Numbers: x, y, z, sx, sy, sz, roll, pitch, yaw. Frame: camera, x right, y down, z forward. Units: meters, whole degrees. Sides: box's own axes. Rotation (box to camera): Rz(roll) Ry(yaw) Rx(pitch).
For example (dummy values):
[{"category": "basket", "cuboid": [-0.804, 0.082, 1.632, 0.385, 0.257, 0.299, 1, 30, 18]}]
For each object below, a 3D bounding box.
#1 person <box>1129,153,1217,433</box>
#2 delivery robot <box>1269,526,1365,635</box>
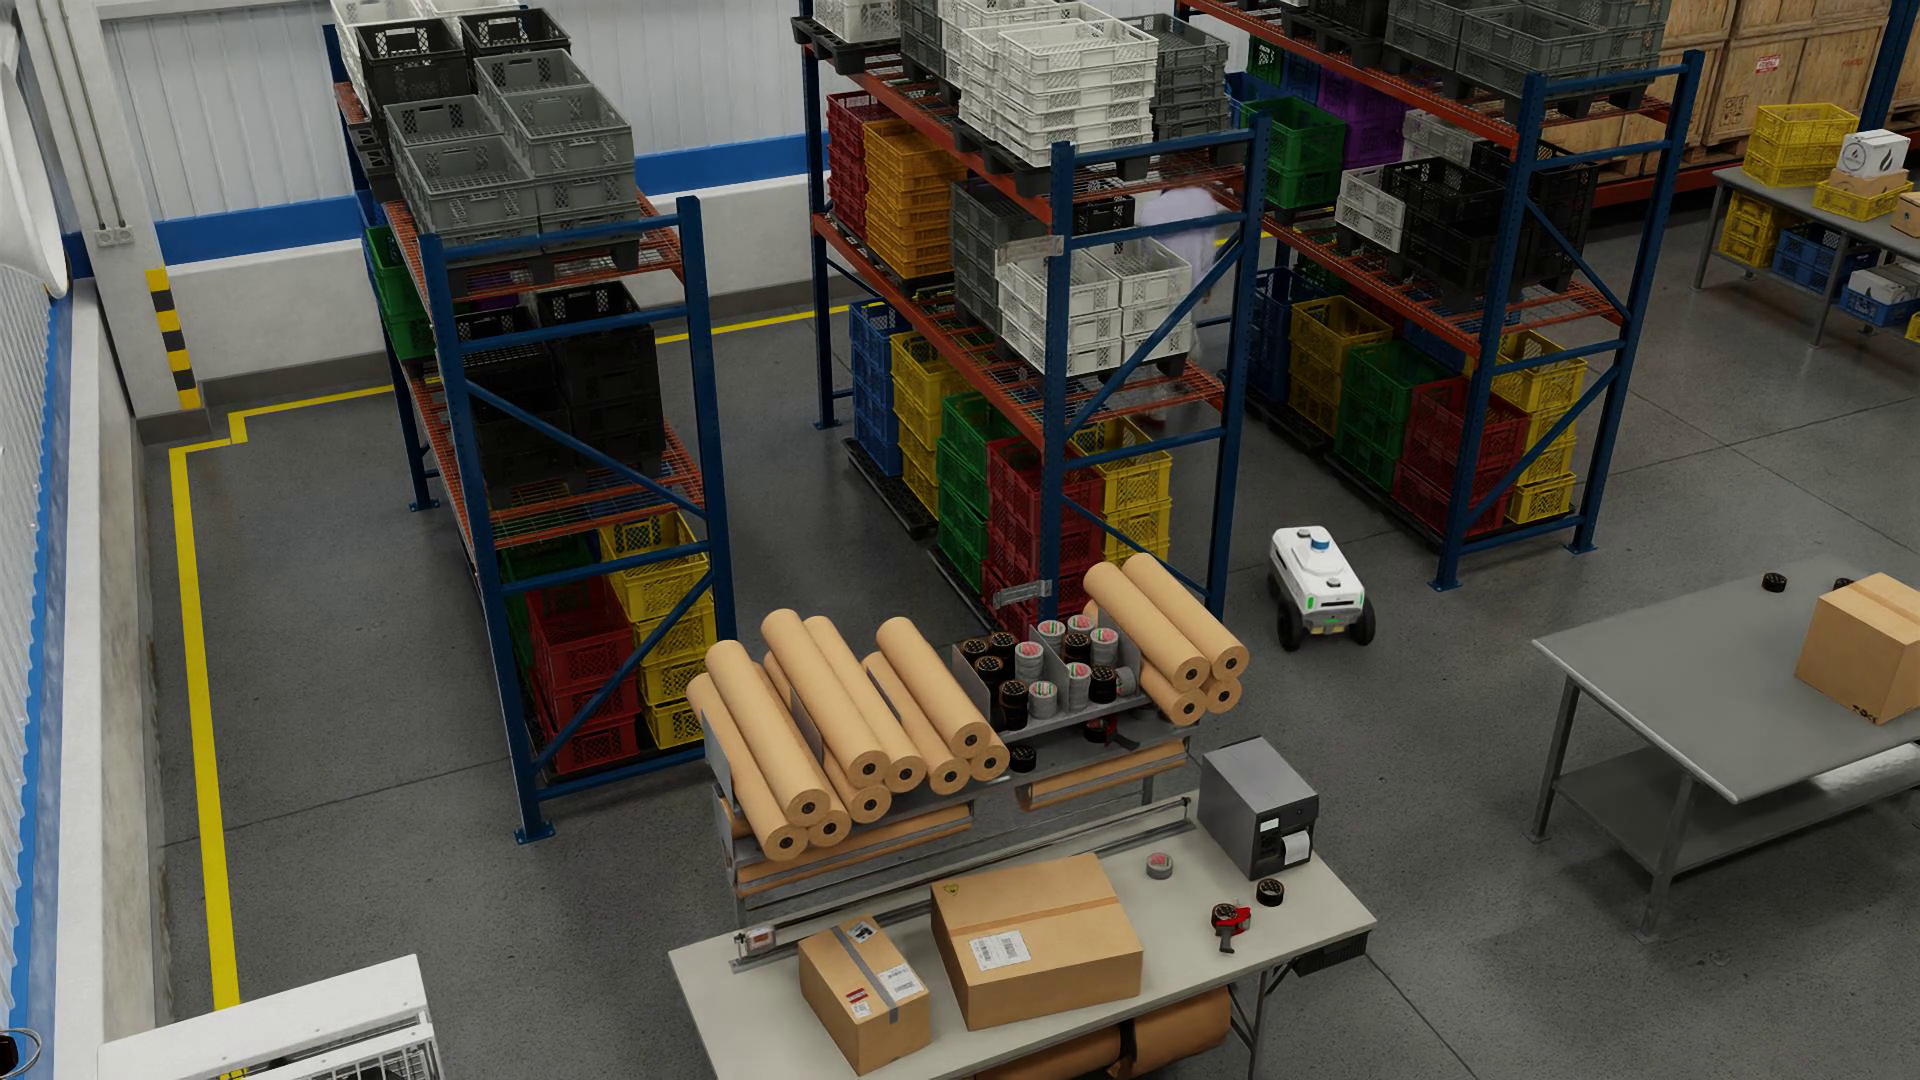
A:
[{"category": "person", "cuboid": [1.418, -1.717, 11.187, 0.672, 1.924, 0.454, -22, 38, -32]}, {"category": "delivery robot", "cuboid": [1.988, 0.187, 9.285, 0.477, 0.478, 0.707, -4, 32, -7]}]
